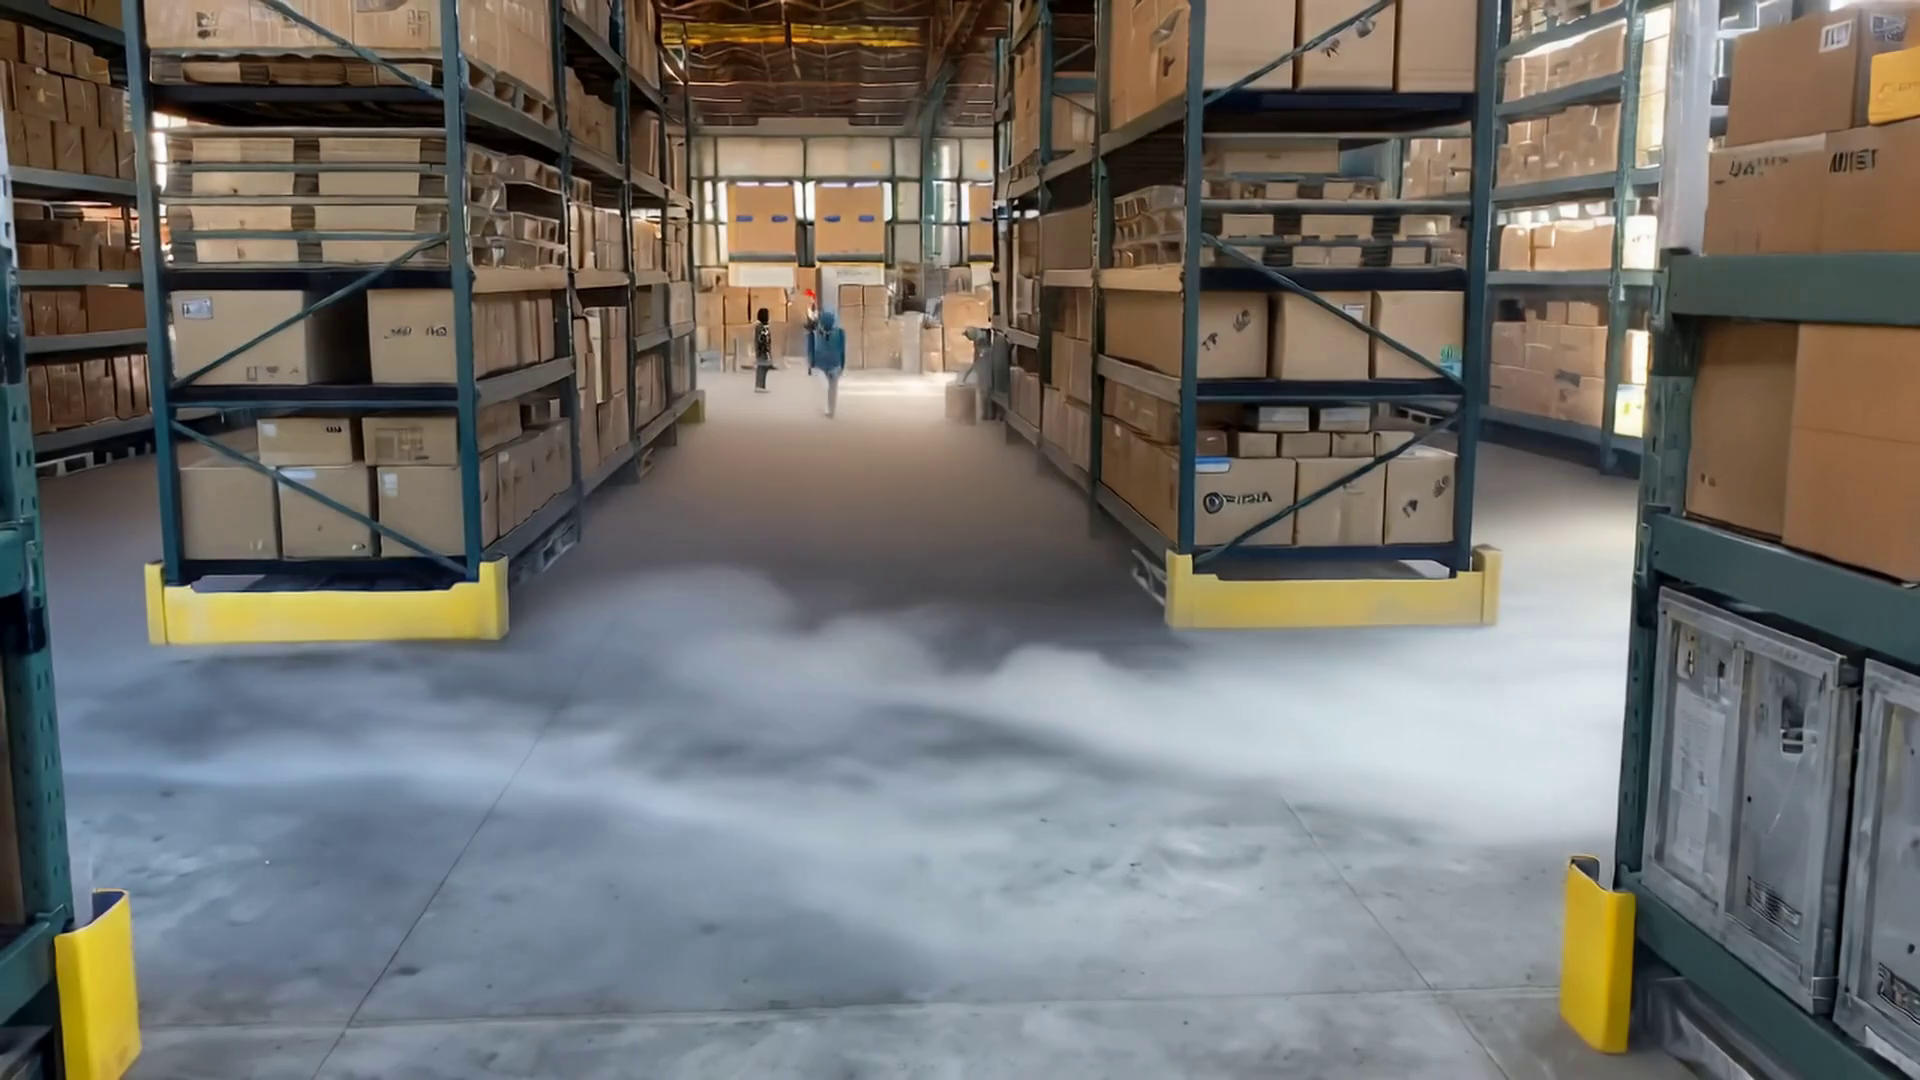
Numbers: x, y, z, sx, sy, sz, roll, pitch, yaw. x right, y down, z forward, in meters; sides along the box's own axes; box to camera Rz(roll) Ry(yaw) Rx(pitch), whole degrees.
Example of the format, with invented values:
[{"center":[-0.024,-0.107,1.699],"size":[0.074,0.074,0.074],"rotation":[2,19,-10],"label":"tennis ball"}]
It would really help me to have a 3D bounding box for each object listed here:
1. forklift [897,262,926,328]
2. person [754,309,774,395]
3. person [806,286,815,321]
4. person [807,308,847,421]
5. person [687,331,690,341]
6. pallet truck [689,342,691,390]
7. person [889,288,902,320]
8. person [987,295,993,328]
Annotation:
[{"center":[-1.780,-8.547,59.499],"size":[1.129,2.768,1.873],"rotation":[-1,9,-4],"label":"forklift"},{"center":[-3.879,-3.703,32.782],"size":[0.320,1.695,0.537],"rotation":[-5,10,-29],"label":"person"},{"center":[-5.997,-9.203,66.611],"size":[0.383,1.923,0.590],"rotation":[-8,12,-40],"label":"person"},{"center":[-2.160,-2.857,27.058],"size":[0.640,1.830,0.608],"rotation":[-1,9,-3],"label":"person"},{"center":[-5.491,-3.882,32.976],"size":[0.378,1.995,0.609],"rotation":[-1,9,-8],"label":"person"},{"center":[-5.225,-3.008,27.480],"size":[1.885,1.965,0.823],"rotation":[2,9,14],"label":"pallet truck"},{"center":[-2.301,-7.827,57.974],"size":[0.634,1.929,0.380],"rotation":[4,10,22],"label":"person"},{"center":[0.956,-5.529,43.543],"size":[0.624,1.931,0.370],"rotation":[0,9,1],"label":"person"}]
